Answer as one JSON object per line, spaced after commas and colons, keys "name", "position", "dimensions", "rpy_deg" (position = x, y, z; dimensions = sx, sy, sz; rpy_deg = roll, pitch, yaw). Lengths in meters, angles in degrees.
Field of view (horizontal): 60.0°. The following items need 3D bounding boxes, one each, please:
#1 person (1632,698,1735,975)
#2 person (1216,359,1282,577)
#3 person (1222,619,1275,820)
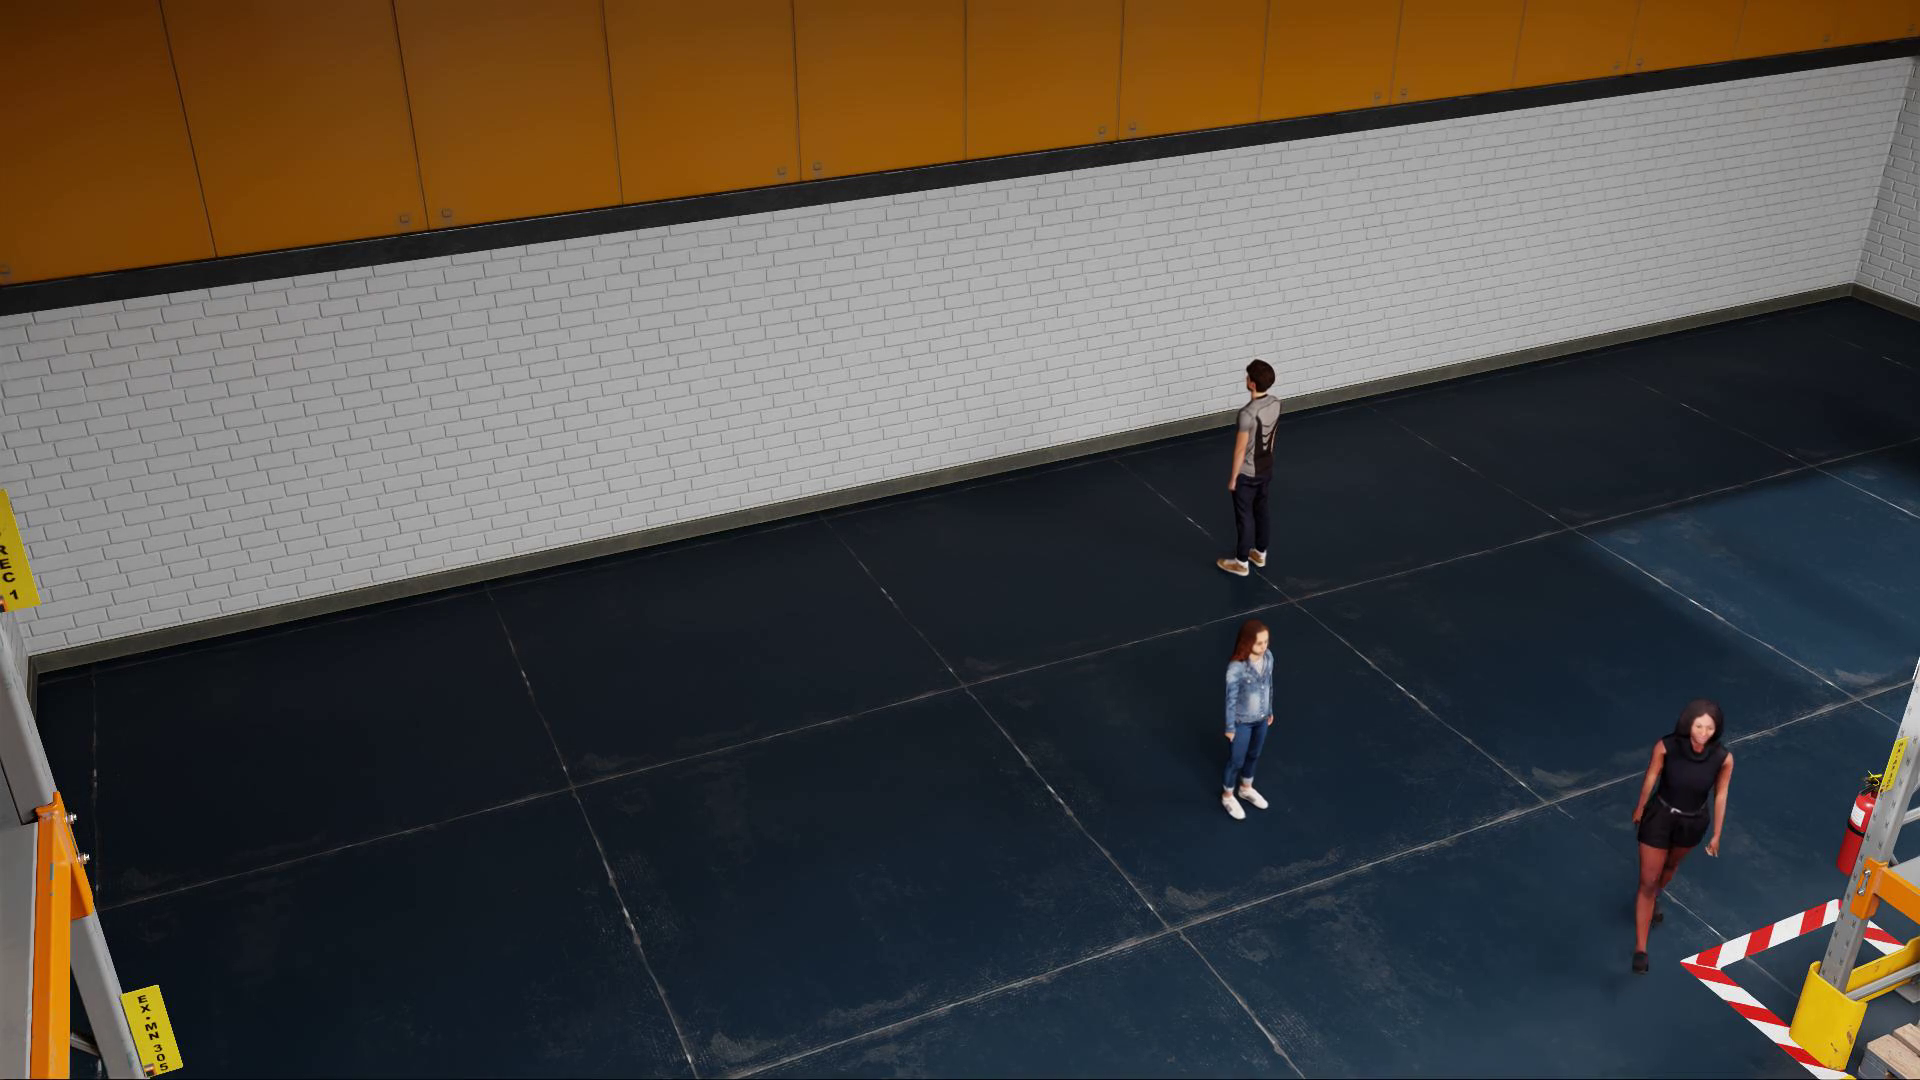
{"name": "person", "position": [4.238, 1.643, 9.890], "dimensions": [1.059, 1.696, 1.190], "rpy_deg": [7, 29, 12]}
{"name": "person", "position": [2.437, -0.600, 13.794], "dimensions": [0.694, 1.895, 0.659], "rpy_deg": [-24, 37, -37]}
{"name": "person", "position": [1.898, 1.159, 11.007], "dimensions": [0.617, 1.475, 0.583], "rpy_deg": [-21, 35, -33]}
